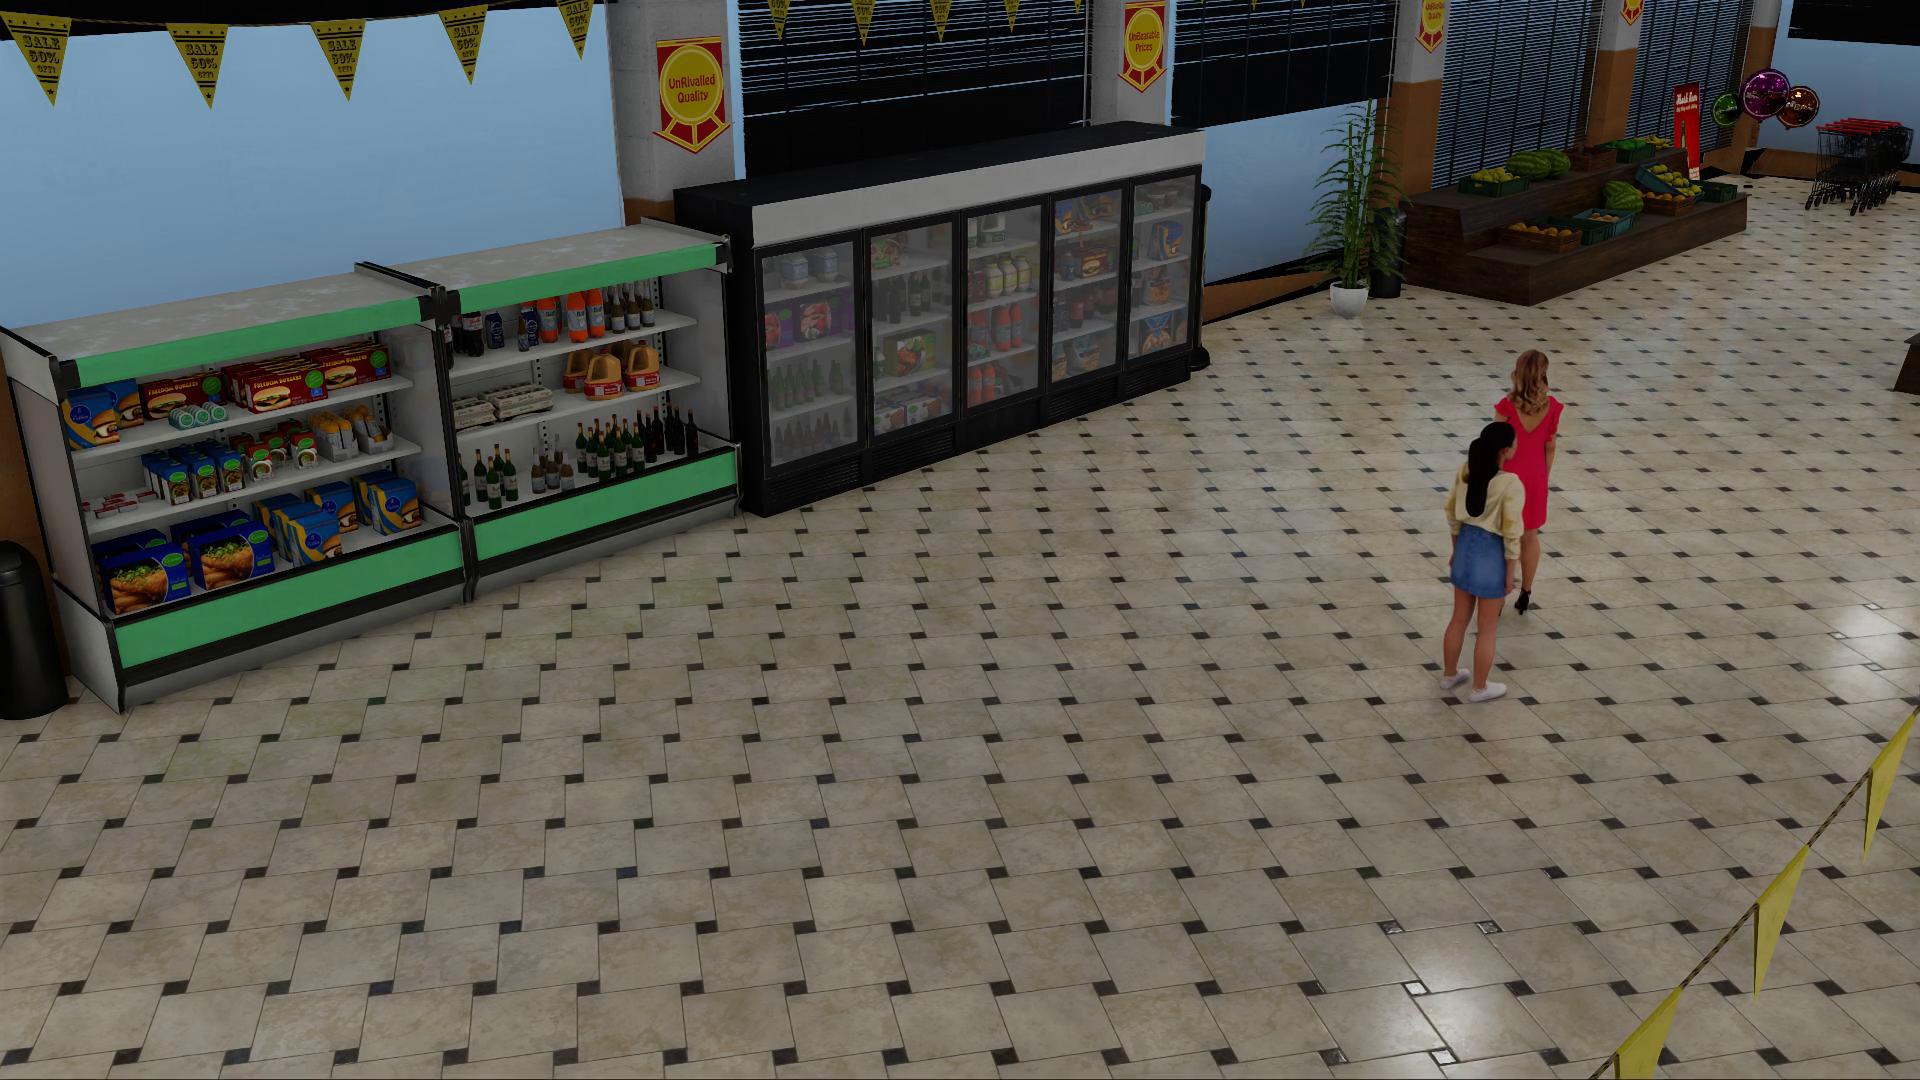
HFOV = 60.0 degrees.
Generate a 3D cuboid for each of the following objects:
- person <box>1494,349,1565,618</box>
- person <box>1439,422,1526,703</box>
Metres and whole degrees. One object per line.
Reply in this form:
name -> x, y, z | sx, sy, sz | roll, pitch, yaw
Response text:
person -> 3.513, -0.356, 10.442 | 0.656, 1.728, 0.720 | -1, 22, -2
person -> 2.949, 0.114, 9.403 | 0.604, 1.631, 0.675 | -14, 26, -31
